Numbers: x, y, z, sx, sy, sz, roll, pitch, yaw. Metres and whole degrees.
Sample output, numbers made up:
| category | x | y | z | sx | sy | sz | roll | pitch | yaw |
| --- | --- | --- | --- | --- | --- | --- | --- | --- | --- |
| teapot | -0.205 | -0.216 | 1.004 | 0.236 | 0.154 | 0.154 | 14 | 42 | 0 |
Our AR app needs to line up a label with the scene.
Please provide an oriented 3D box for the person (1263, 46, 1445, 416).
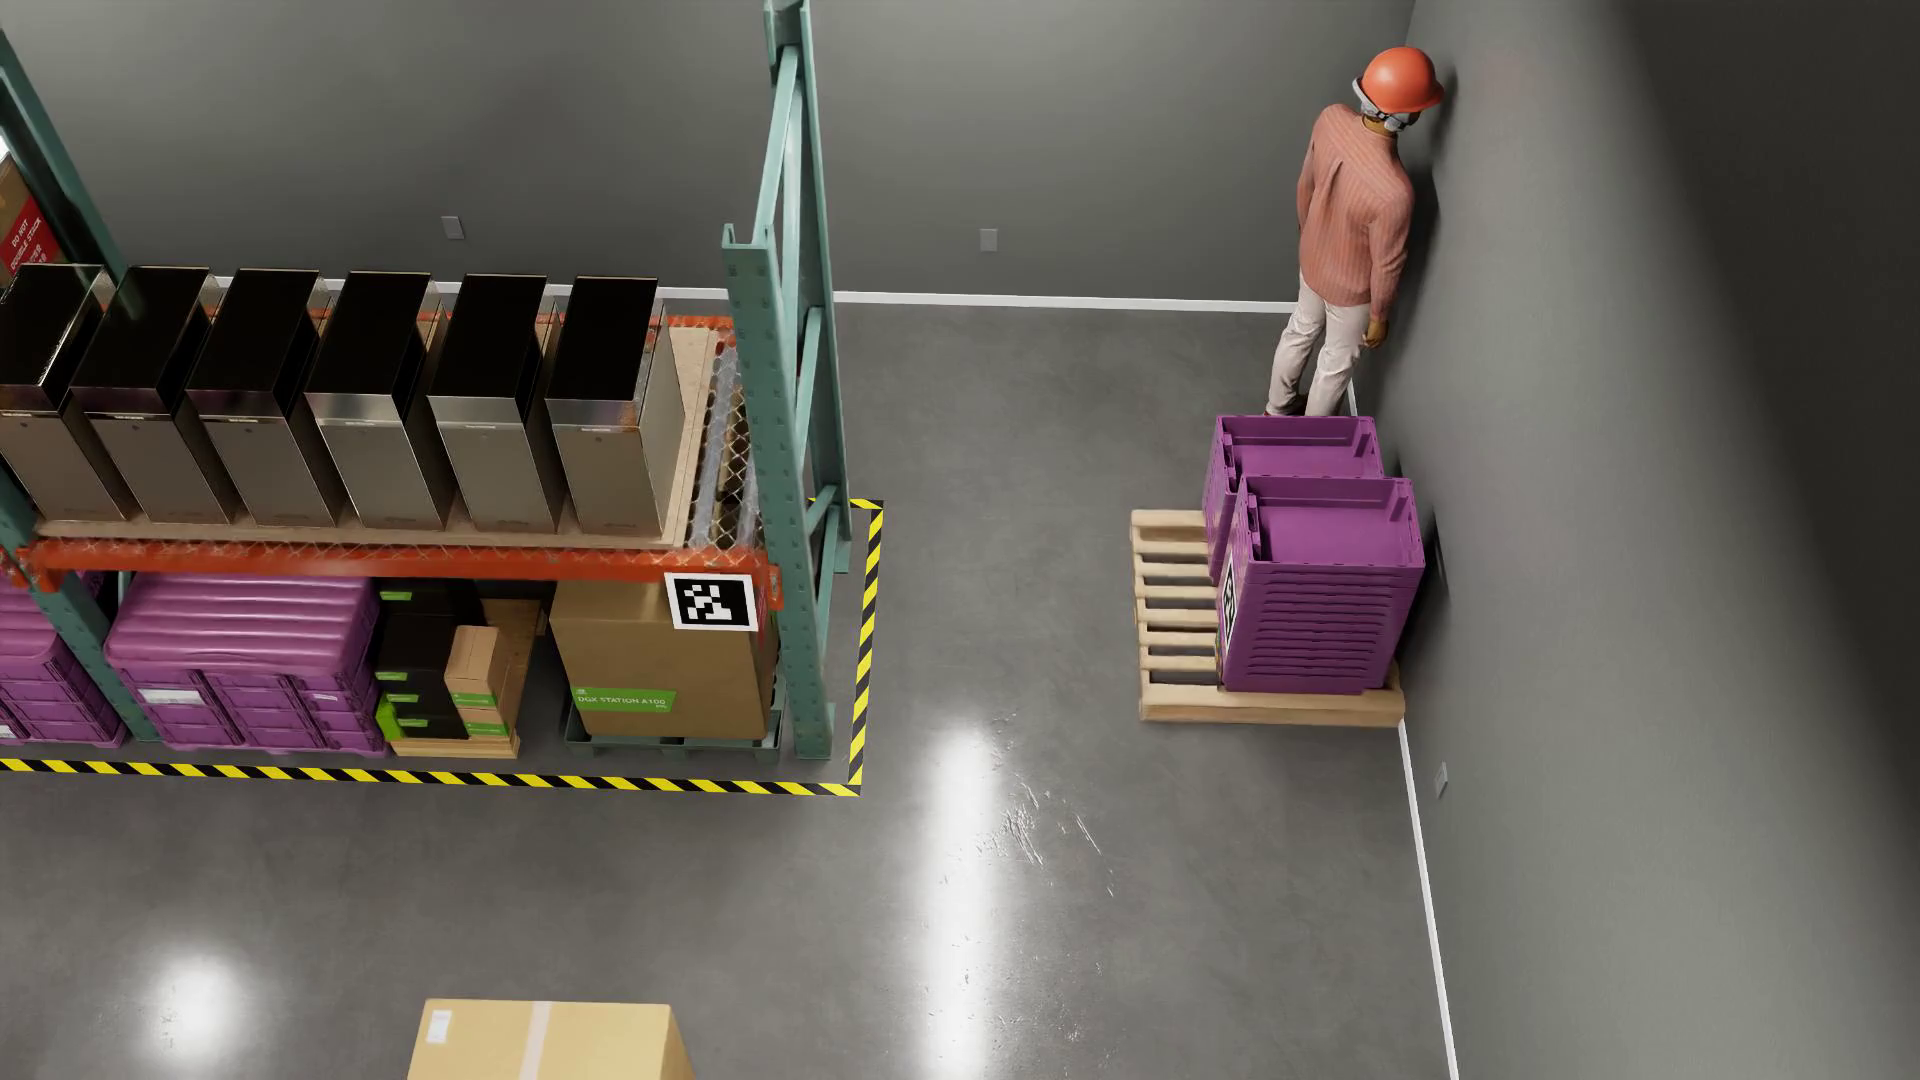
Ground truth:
| category | x | y | z | sx | sy | sz | roll | pitch | yaw |
| --- | --- | --- | --- | --- | --- | --- | --- | --- | --- |
| person | 1.516 | -1.059 | 6.491 | 0.386 | 1.992 | 0.625 | -18 | 54 | -13 |
